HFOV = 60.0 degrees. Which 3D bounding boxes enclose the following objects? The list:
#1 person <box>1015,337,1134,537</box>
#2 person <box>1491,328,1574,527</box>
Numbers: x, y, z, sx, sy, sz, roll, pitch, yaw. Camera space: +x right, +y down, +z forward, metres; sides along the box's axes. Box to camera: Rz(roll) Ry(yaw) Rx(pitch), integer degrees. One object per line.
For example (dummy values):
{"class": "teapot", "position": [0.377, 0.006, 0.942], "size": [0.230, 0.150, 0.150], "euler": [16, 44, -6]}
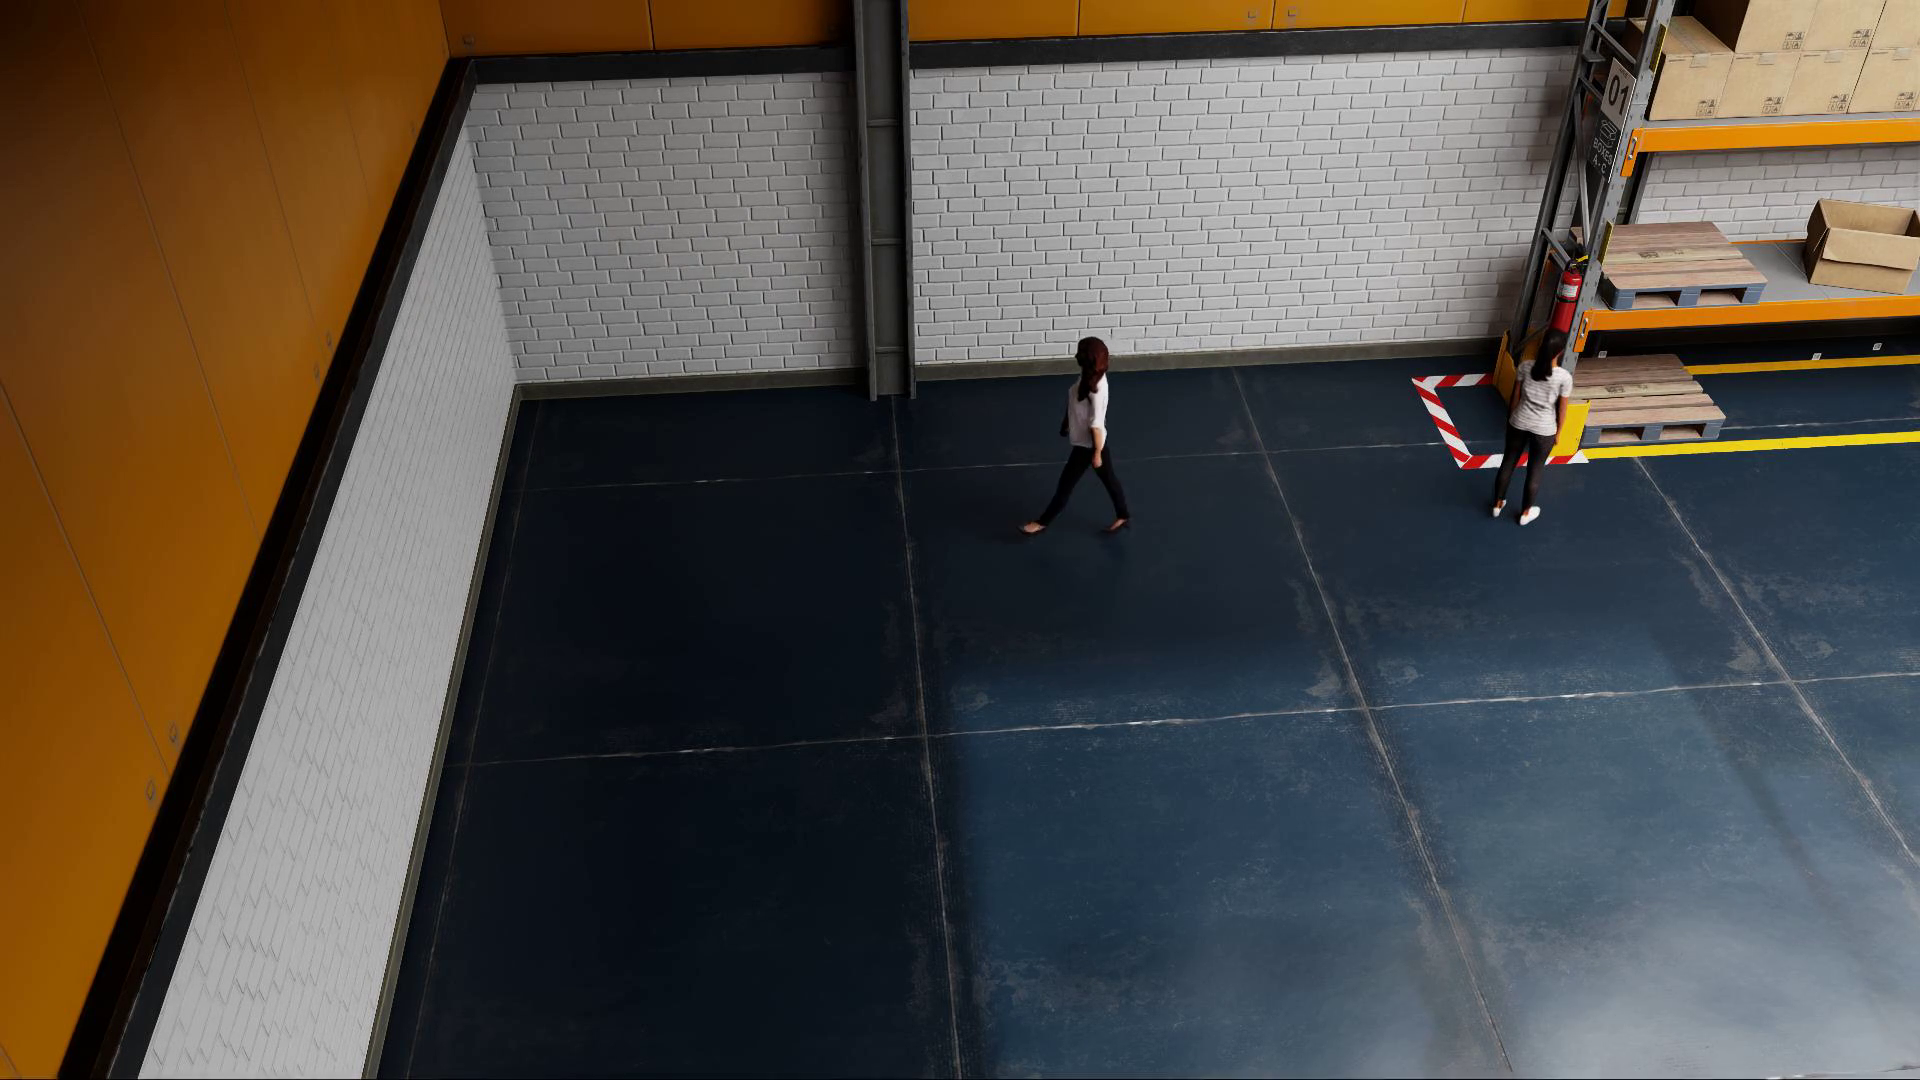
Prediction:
{"class": "person", "position": [1.039, -0.692, 12.198], "size": [1.123, 1.733, 0.662], "euler": [-1, 39, -2]}
{"class": "person", "position": [4.294, -0.853, 12.473], "size": [0.636, 1.643, 0.711], "euler": [24, 44, 27]}
